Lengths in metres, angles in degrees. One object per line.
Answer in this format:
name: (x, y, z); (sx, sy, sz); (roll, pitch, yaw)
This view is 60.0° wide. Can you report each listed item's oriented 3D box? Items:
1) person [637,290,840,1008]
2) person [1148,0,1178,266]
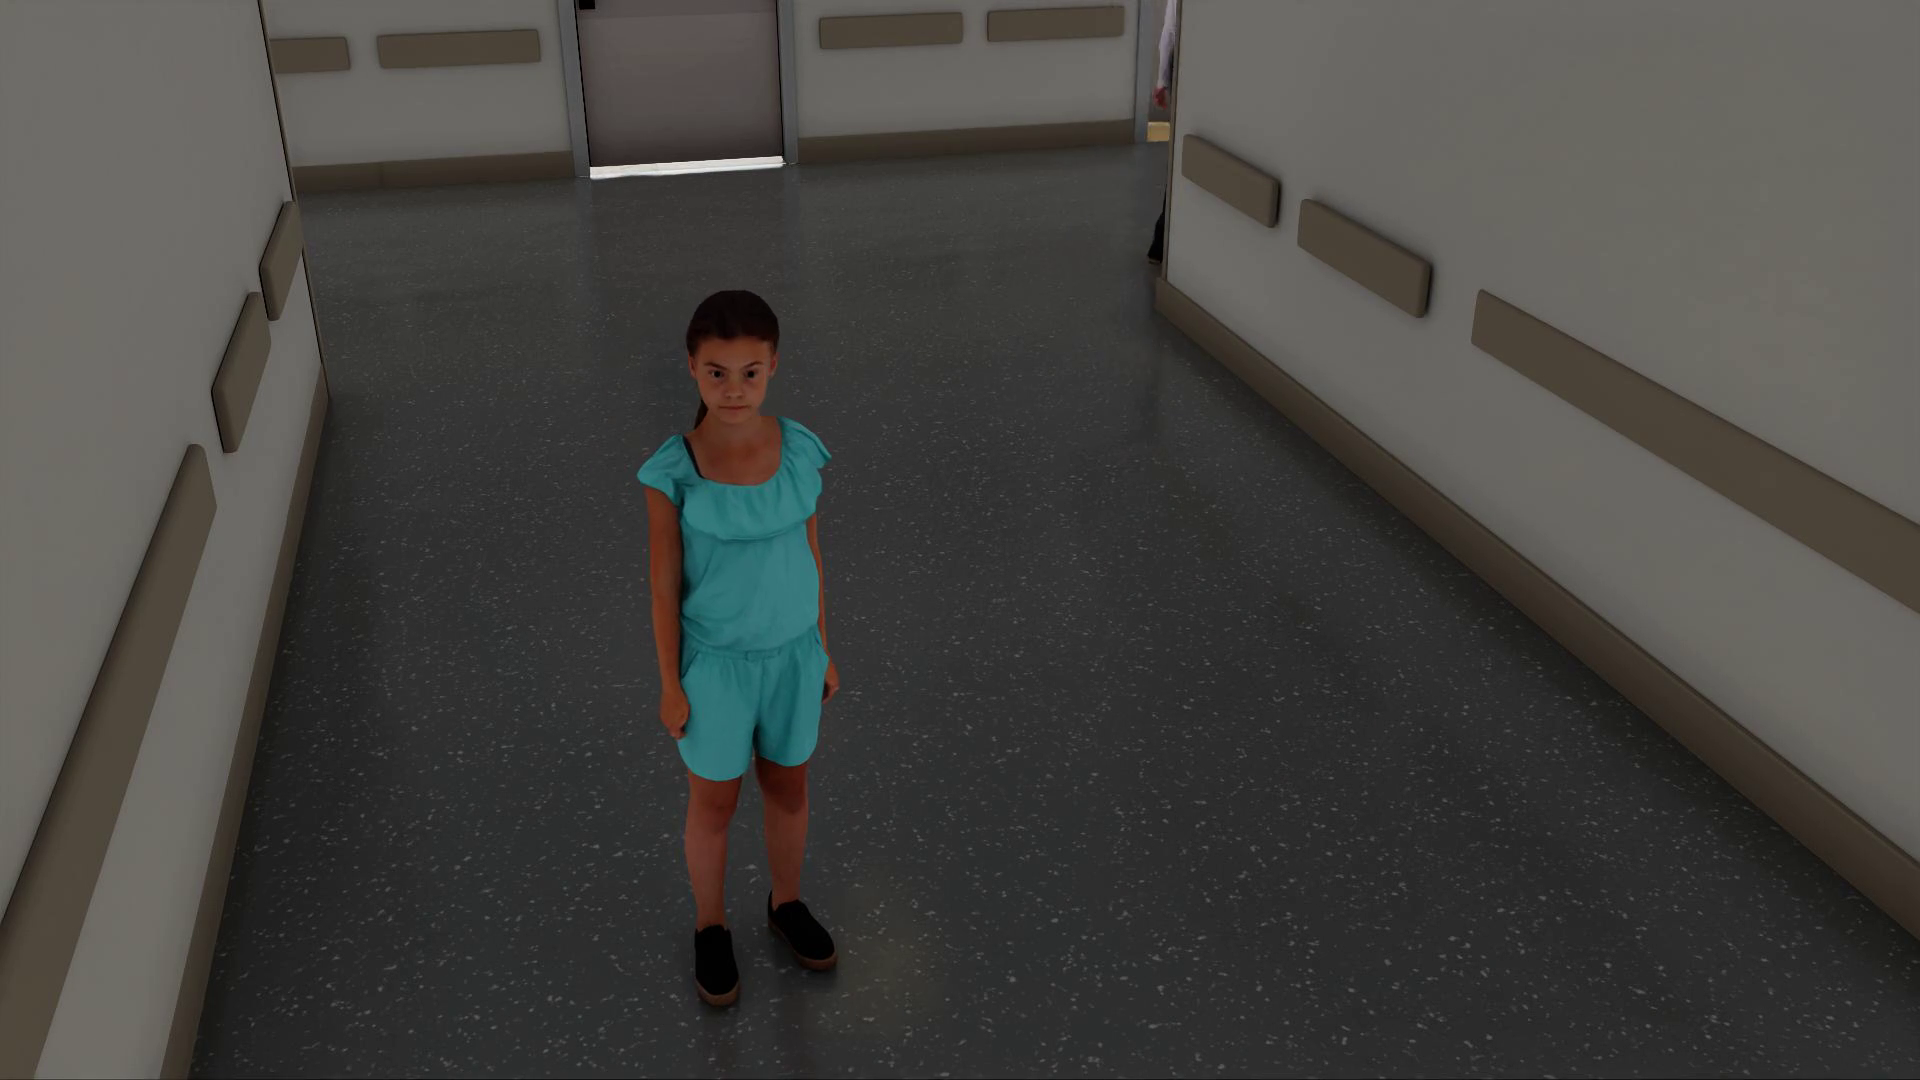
person: (-0.439, 0.234, 3.436); (0.514, 1.558, 0.646); (-12, 28, -24)
person: (1.154, -2.264, 8.302); (1.014, 1.832, 1.236); (22, 33, 38)
